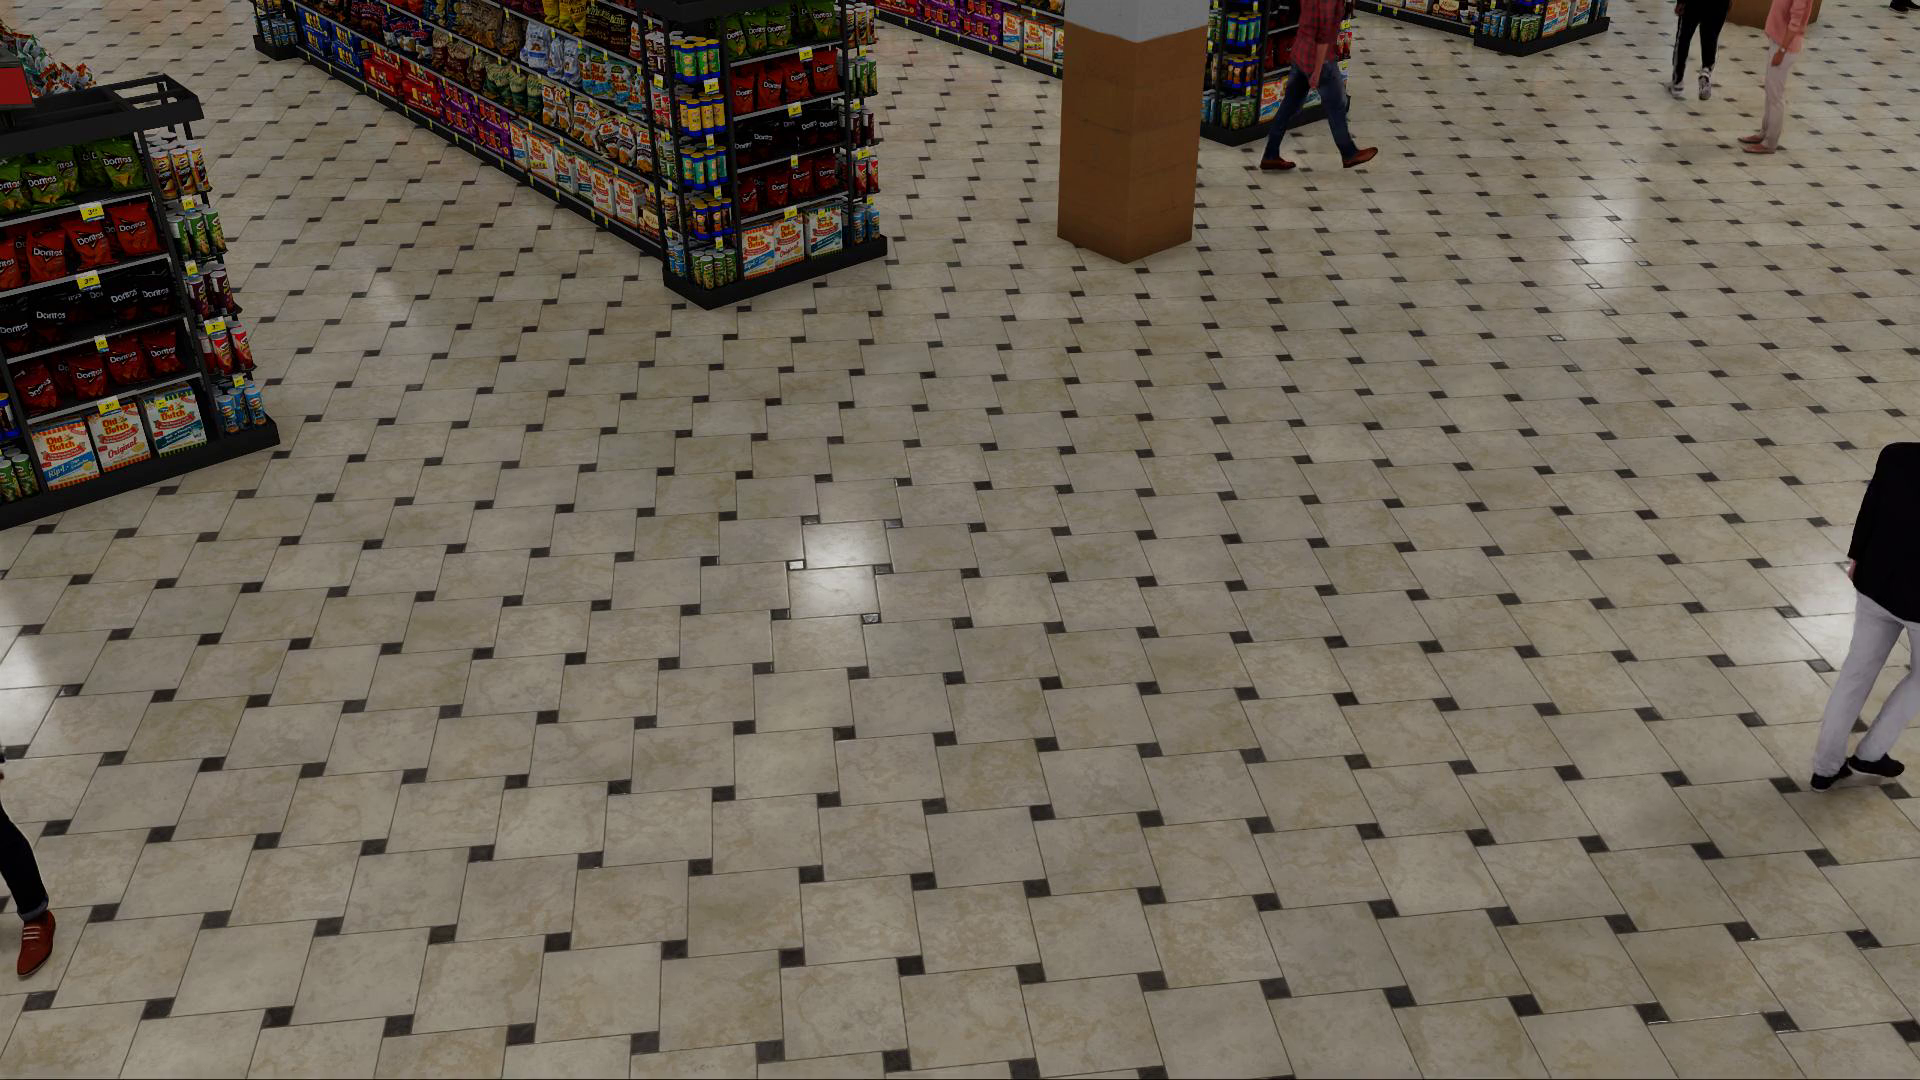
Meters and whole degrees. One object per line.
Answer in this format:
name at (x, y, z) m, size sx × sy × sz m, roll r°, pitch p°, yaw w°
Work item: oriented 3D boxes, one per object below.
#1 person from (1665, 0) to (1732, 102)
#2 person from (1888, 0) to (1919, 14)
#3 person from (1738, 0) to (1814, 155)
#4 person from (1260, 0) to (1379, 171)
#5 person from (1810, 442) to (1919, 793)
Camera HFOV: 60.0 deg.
person at (6.547, -4.733, 14.516) m, size 1.005 × 1.805 × 1.046 m, roll 4°, pitch 32°, yaw 7°
person at (10.030, -6.252, 17.296) m, size 0.561 × 1.447 × 0.539 m, roll -18°, pitch 36°, yaw -27°
person at (6.645, -3.992, 13.401) m, size 0.687 × 1.725 × 0.684 m, roll 12°, pitch 34°, yaw 18°
person at (2.651, -3.712, 12.889) m, size 1.073 × 1.791 × 1.188 m, roll -8°, pitch 33°, yaw -12°
person at (3.620, 0.249, 6.487) m, size 0.813 × 1.830 × 0.654 m, roll -16°, pitch 35°, yaw -24°
